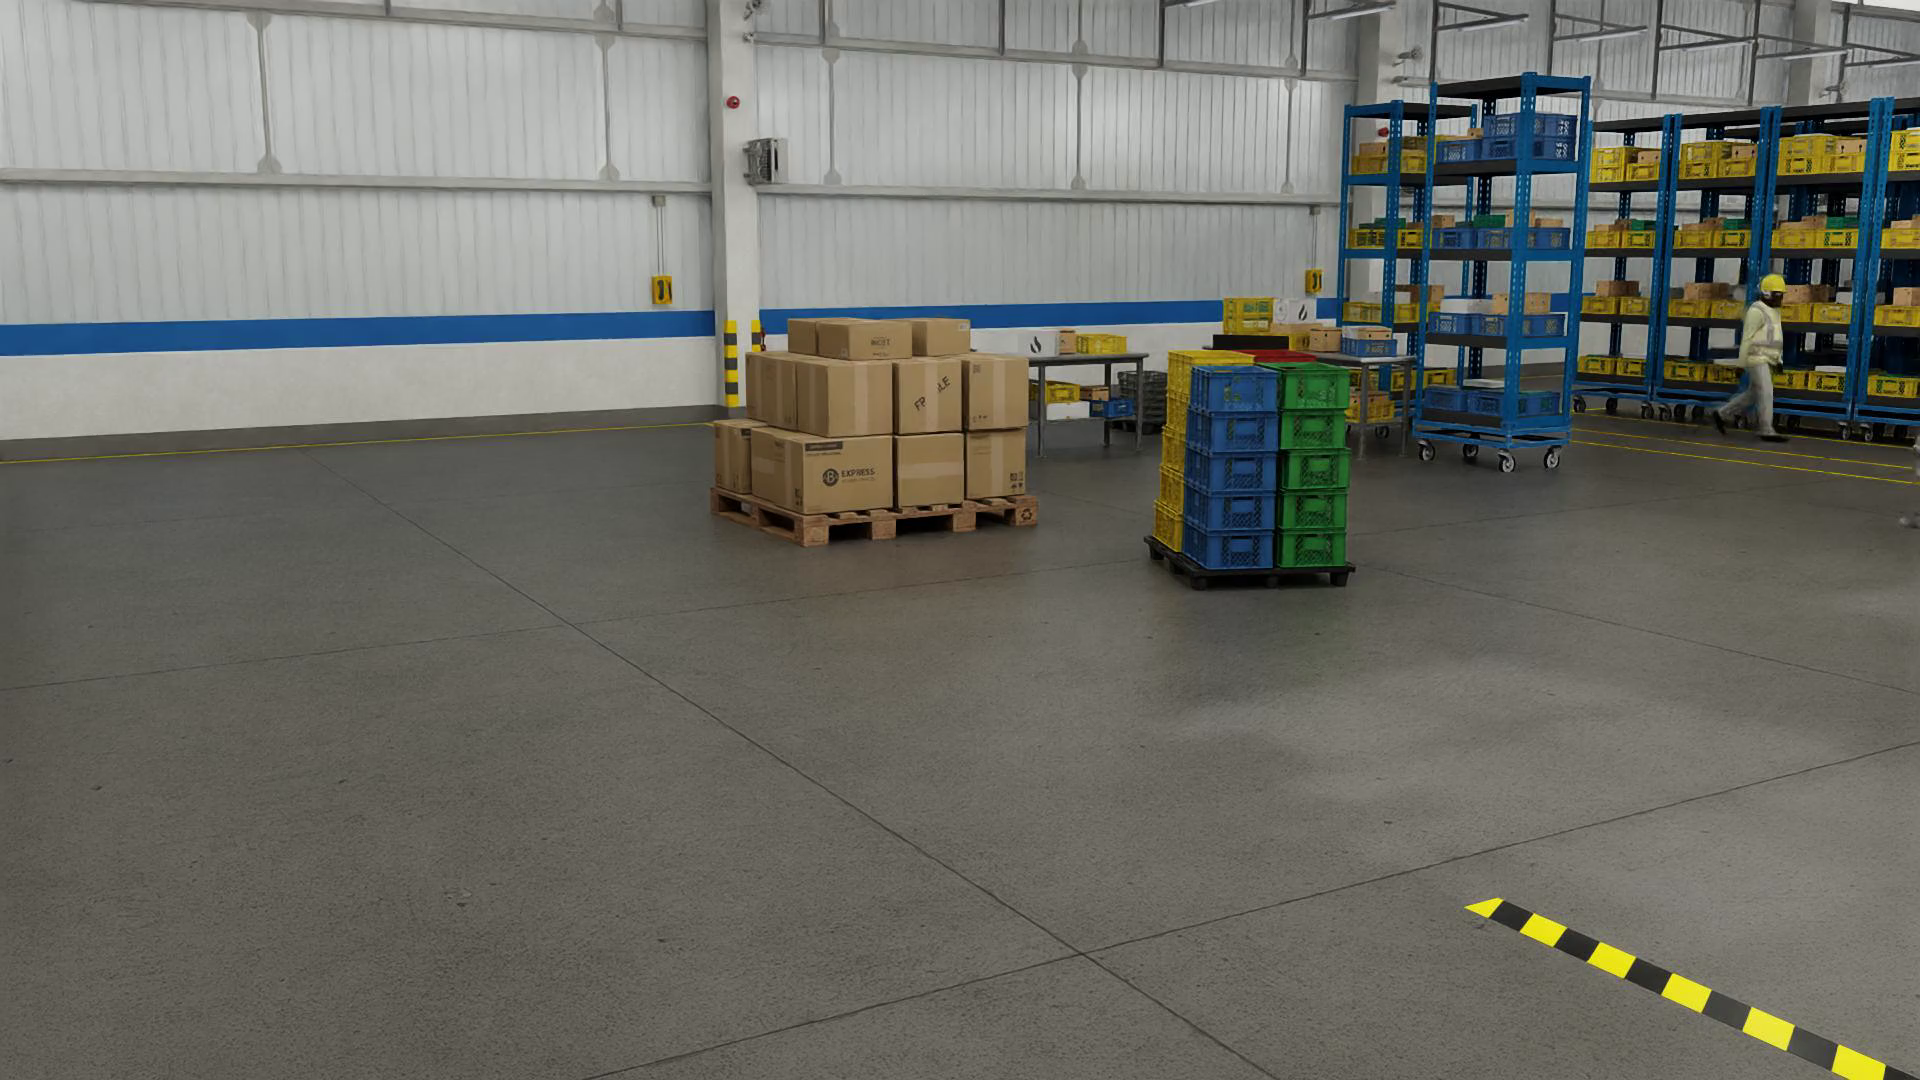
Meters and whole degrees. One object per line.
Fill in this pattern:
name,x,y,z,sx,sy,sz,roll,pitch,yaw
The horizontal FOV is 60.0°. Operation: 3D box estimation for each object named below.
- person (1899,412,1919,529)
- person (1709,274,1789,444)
person,7.175,-1.024,12.161,0.661,1.921,0.631,4,11,21
person,8.453,-1.937,17.725,0.803,1.799,0.594,9,13,42
